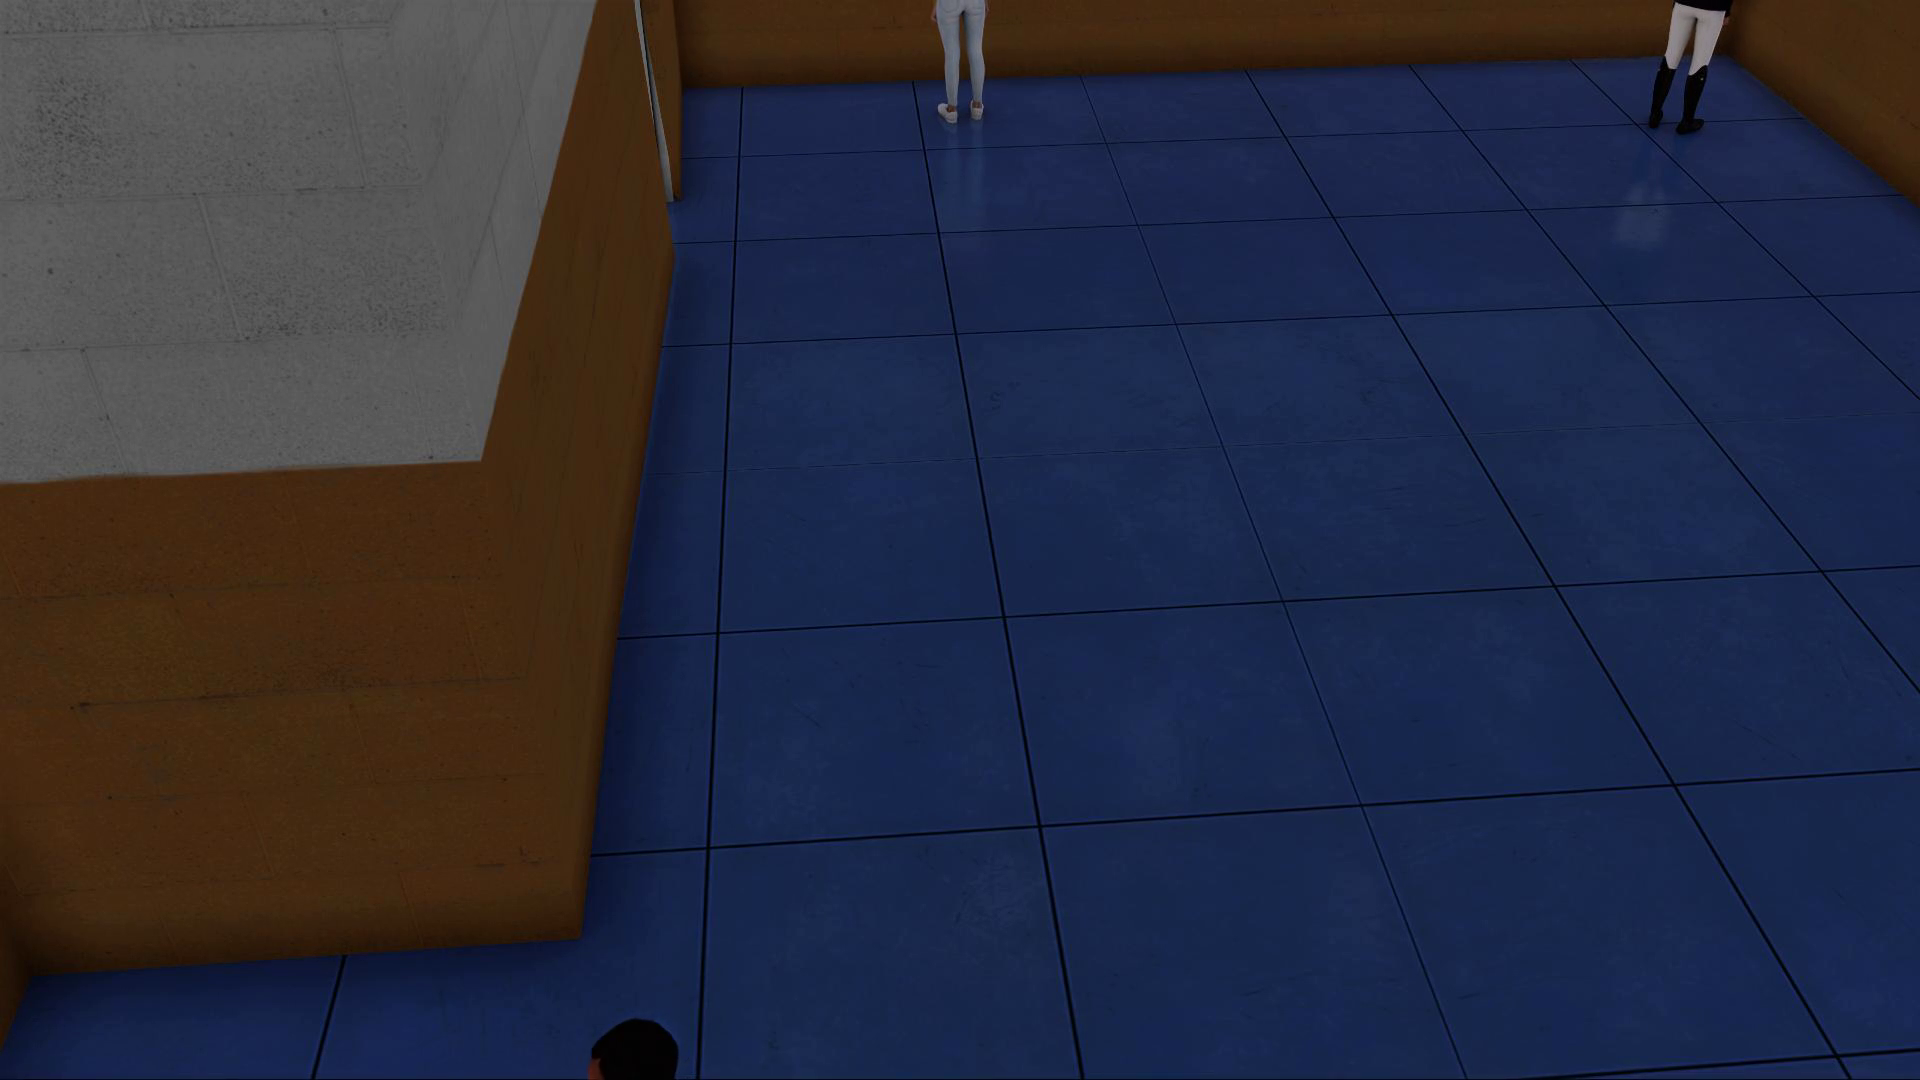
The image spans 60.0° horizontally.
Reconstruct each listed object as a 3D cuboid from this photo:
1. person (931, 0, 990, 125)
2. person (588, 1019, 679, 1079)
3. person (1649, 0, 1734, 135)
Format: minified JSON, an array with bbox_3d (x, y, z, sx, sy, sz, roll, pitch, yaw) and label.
[{"bbox_3d":[0.007,-3.879,11.987,0.534,1.750,0.673,-7,37,-9],"label":"person"},{"bbox_3d":[-0.777,1.843,4.369,0.666,1.743,0.715,29,46,33],"label":"person"},{"bbox_3d":[5.261,-3.762,11.834,0.665,1.729,0.725,27,44,31],"label":"person"}]
